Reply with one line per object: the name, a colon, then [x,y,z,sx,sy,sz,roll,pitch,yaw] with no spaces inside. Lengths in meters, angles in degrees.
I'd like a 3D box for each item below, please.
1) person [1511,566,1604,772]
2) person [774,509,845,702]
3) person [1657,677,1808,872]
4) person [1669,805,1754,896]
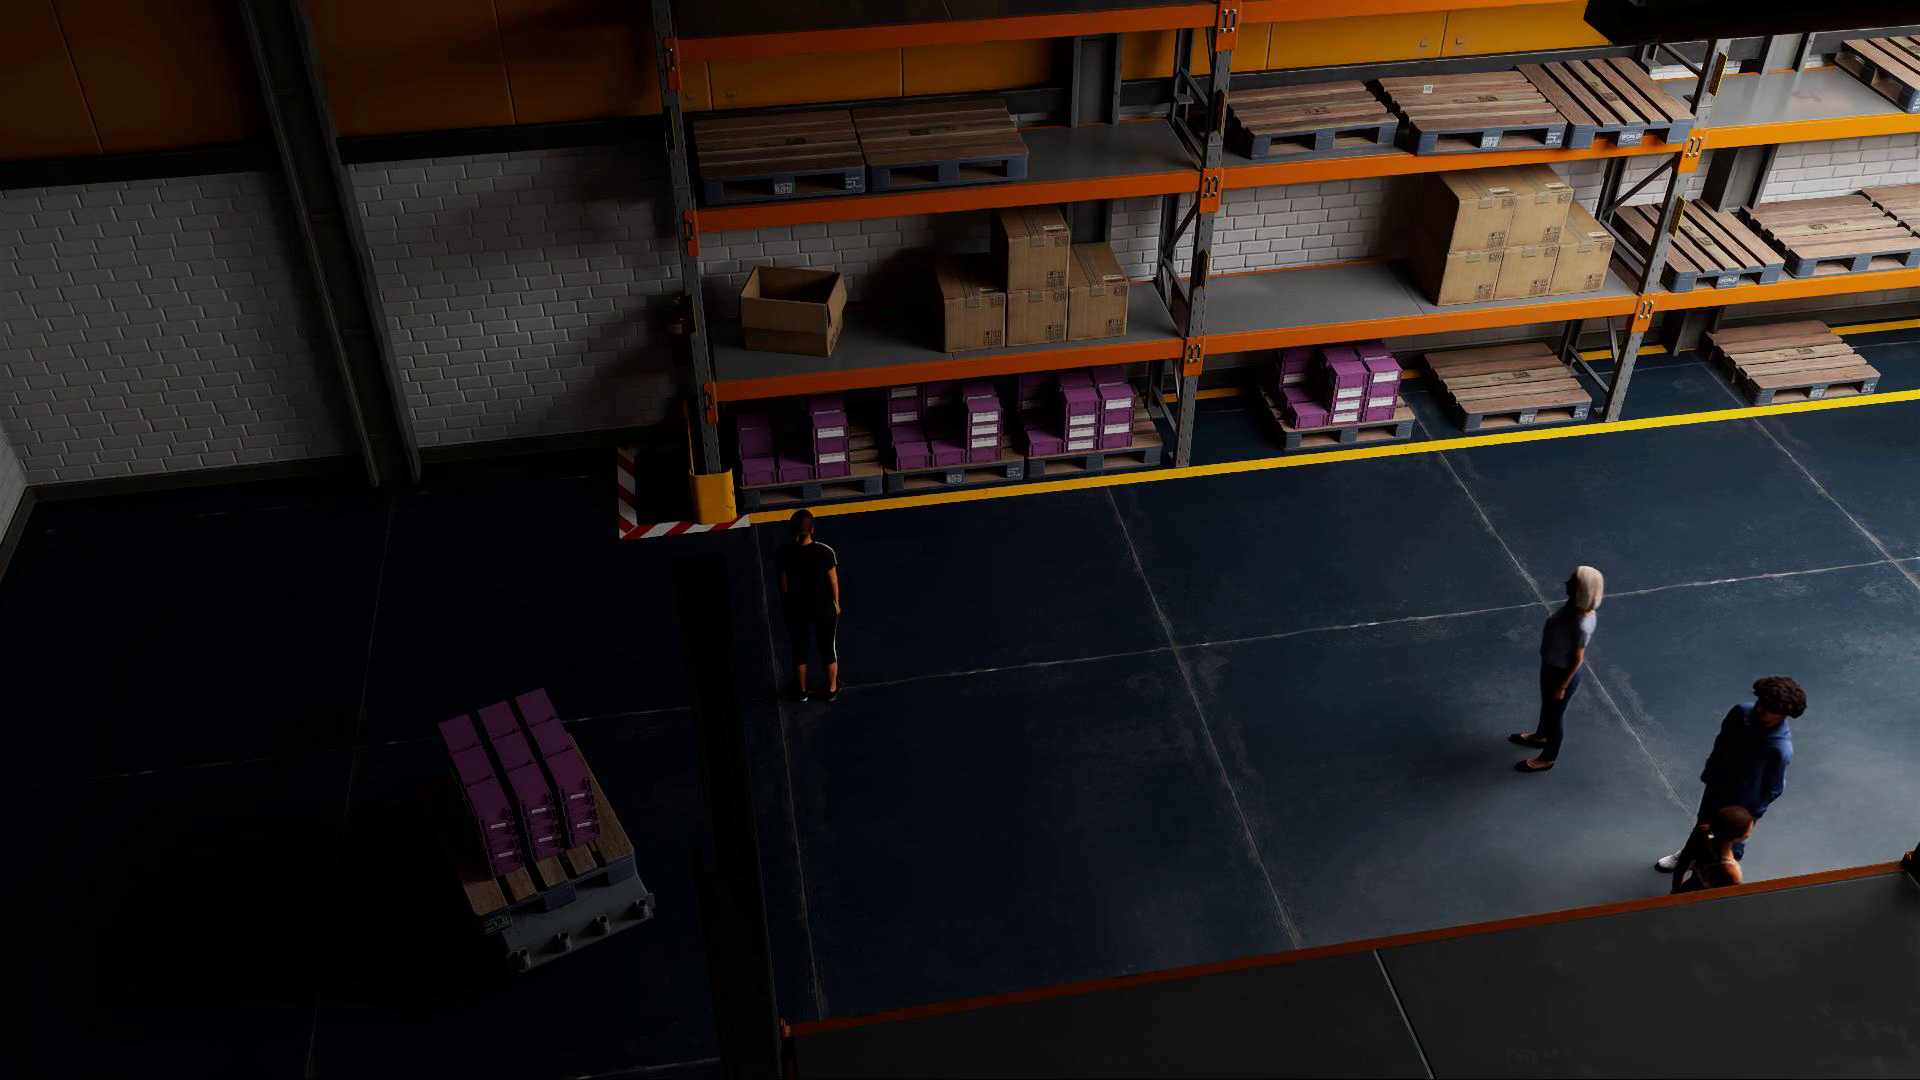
person: [4.046,0.857,11.178,0.613,1.721,0.650,5,39,6]
person: [-1.059,0.463,11.714,0.525,1.669,0.683,1,39,2]
person: [4.808,1.525,10.270,0.596,1.811,0.691,-10,40,-12]
person: [4.161,2.163,9.488,0.558,1.791,0.575,-9,39,-11]
